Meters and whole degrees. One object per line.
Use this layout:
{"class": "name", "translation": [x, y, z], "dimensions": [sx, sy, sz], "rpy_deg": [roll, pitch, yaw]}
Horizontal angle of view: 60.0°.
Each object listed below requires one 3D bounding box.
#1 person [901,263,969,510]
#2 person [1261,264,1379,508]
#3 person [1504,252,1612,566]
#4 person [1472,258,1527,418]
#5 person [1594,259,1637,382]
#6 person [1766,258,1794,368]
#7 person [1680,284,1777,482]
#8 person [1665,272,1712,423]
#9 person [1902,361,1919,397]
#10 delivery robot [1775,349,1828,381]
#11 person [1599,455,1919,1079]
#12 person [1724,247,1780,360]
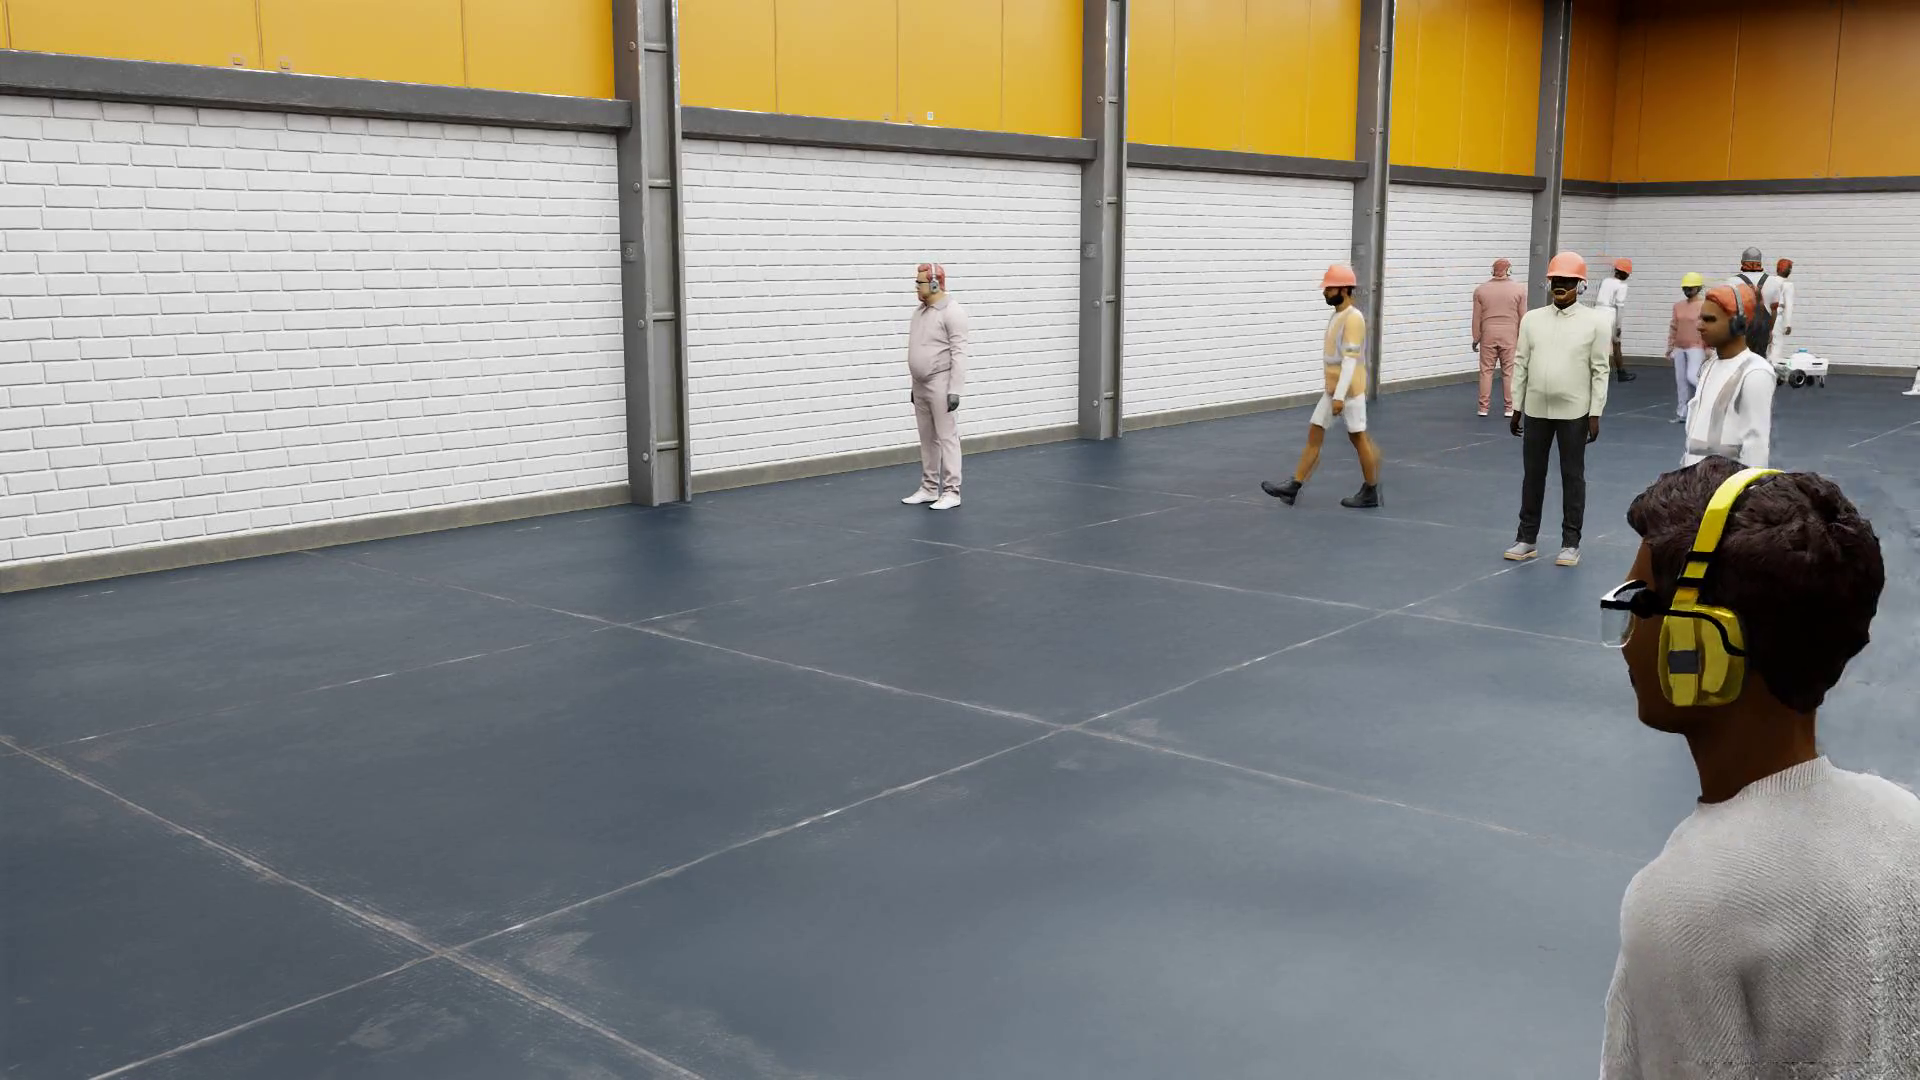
{"class": "person", "translation": [-0.210, -1.189, 12.943], "dimensions": [0.399, 1.905, 0.643], "rpy_deg": [-7, 12, -33]}
{"class": "person", "translation": [2.854, -1.173, 12.879], "dimensions": [0.957, 1.888, 0.569], "rpy_deg": [-1, 10, -8]}
{"class": "person", "translation": [3.826, -0.837, 10.669], "dimensions": [0.612, 1.997, 0.376], "rpy_deg": [8, 13, 38]}
{"class": "person", "translation": [6.463, -2.414, 19.931], "dimensions": [0.636, 1.902, 0.405], "rpy_deg": [4, 11, 22]}
{"class": "person", "translation": [9.776, -3.306, 25.179], "dimensions": [0.923, 1.853, 0.648], "rpy_deg": [-6, 11, -29]}
{"class": "person", "translation": [12.314, -3.314, 25.145], "dimensions": [0.464, 1.872, 0.642], "rpy_deg": [-4, 11, -21]}
{"class": "person", "translation": [3.338, -0.180, 7.288], "dimensions": [0.441, 1.870, 0.585], "rpy_deg": [1, 10, 7]}
{"class": "person", "translation": [8.404, -2.202, 19.143], "dimensions": [0.419, 1.756, 0.537], "rpy_deg": [-5, 11, -26]}
{"class": "person", "translation": [13.068, -2.690, 22.292], "dimensions": [0.724, 1.607, 0.551], "rpy_deg": [1, 10, 4]}
{"class": "delivery robot", "translation": [12.271, -2.547, 24.243], "dimensions": [0.707, 0.478, 0.477], "rpy_deg": [-3, 10, -15]}
{"class": "person", "translation": [0.743, 0.823, 1.717], "dimensions": [0.548, 1.819, 0.968], "rpy_deg": [-7, 12, -35]}
{"class": "person", "translation": [9.875, -2.657, 20.911], "dimensions": [0.674, 2.000, 0.535], "rpy_deg": [1, 10, 6]}
